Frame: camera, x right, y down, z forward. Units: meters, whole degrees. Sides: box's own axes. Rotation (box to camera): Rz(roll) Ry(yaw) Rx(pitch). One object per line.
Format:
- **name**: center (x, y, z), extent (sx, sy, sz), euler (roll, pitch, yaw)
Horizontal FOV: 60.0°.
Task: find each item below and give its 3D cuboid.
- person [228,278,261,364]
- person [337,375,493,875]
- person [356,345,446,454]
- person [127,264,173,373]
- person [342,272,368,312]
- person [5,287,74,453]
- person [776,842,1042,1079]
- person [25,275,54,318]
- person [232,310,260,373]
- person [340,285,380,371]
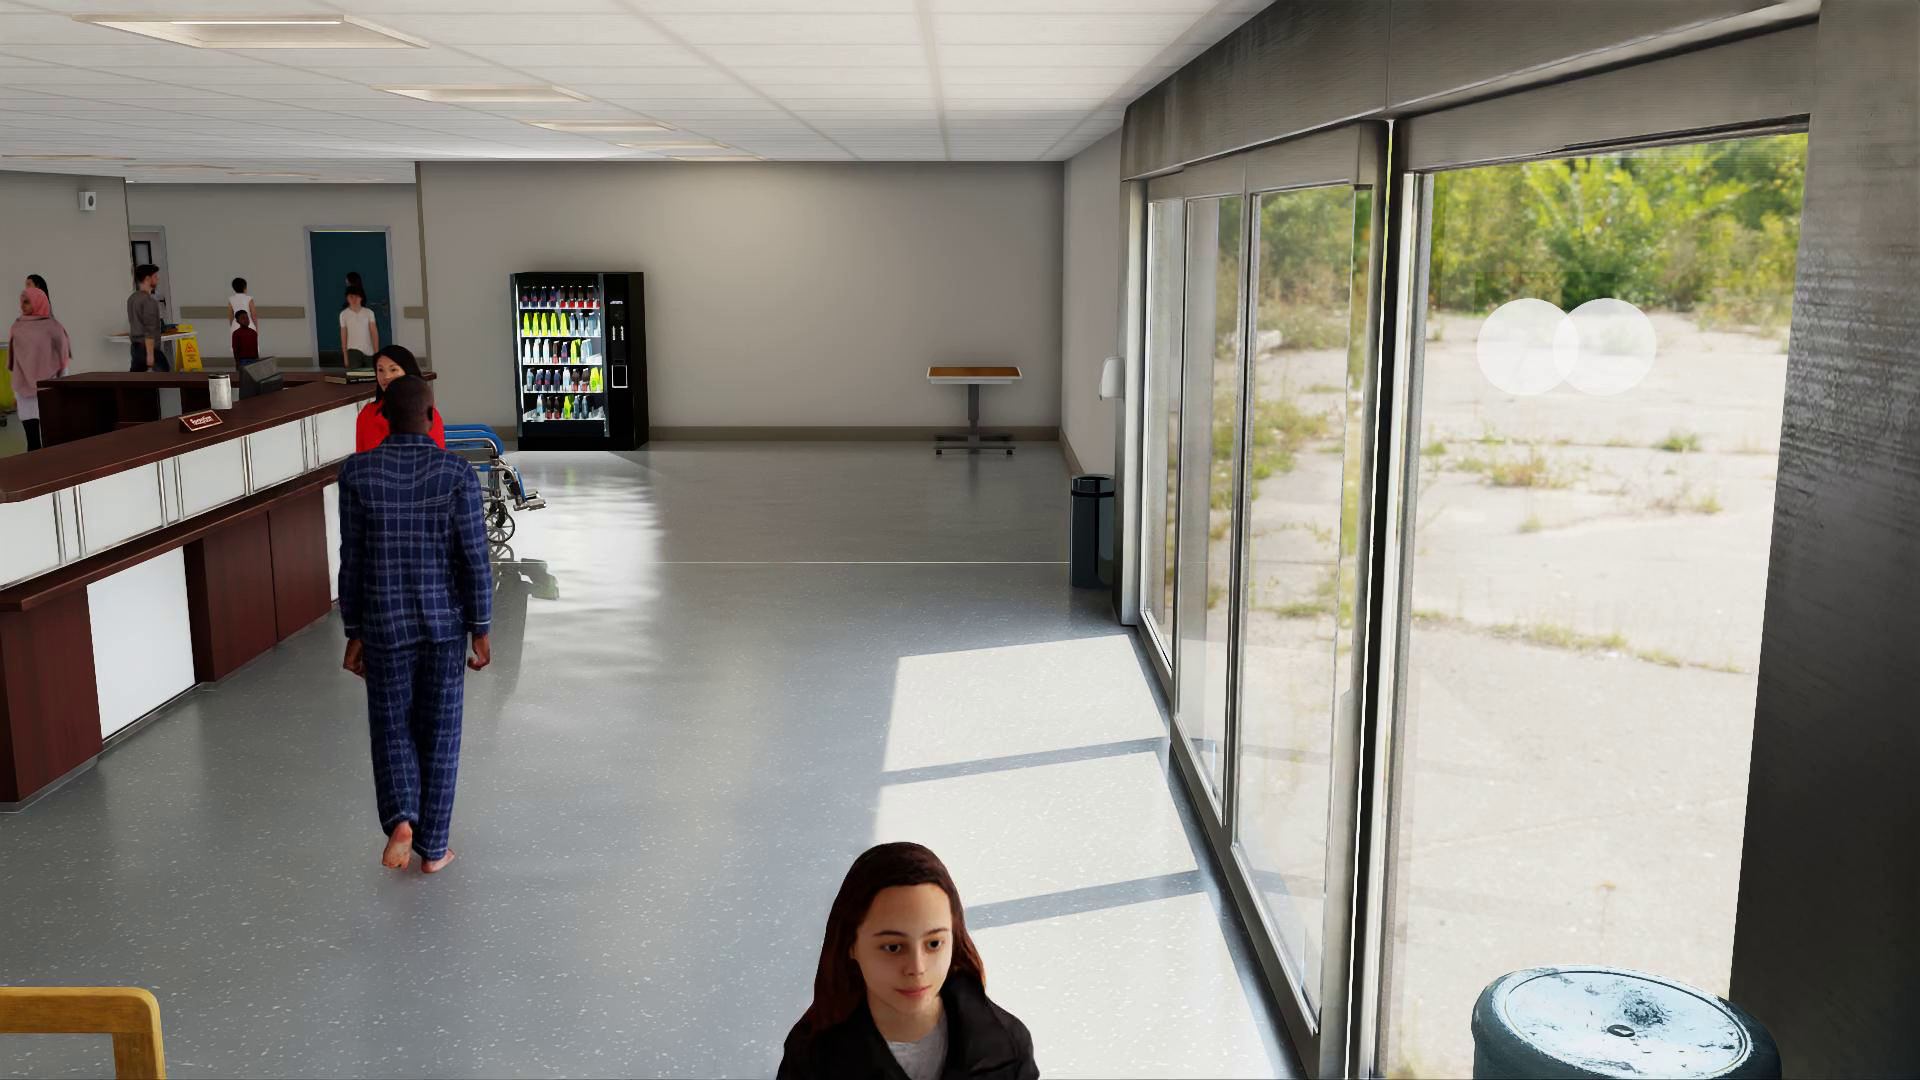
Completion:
- **person**: center (-10.678, -3.128, 24.795), extent (0.490, 1.552, 0.641), euler (-1, 11, -8)
- **person**: center (-1.937, 0.334, 5.852), extent (0.740, 1.813, 0.807), euler (-2, 11, -11)
- **person**: center (-2.782, -0.098, 8.299), extent (0.541, 1.748, 0.670), euler (0, 11, -2)
- **person**: center (-9.061, -2.057, 18.332), extent (1.239, 1.857, 1.257), euler (9, 14, 40)
- **person**: center (-8.976, -3.199, 24.968), extent (0.611, 1.628, 0.648), euler (2, 11, 8)
- **person**: center (-7.899, -1.262, 14.290), extent (0.504, 1.803, 0.673), euler (0, 11, -1)
- **person**: center (-0.081, 1.140, 2.548), extent (0.720, 1.462, 0.709), euler (-2, 11, -13)
- **person**: center (-11.254, -2.381, 20.376), extent (0.603, 1.733, 0.741), euler (5, 12, 24)
- **person**: center (-9.179, -2.327, 21.368), extent (0.626, 1.256, 0.587), euler (7, 13, 33)
- **person**: center (-6.955, -2.121, 19.344), extent (1.171, 1.606, 0.960), euler (-5, 12, -23)
